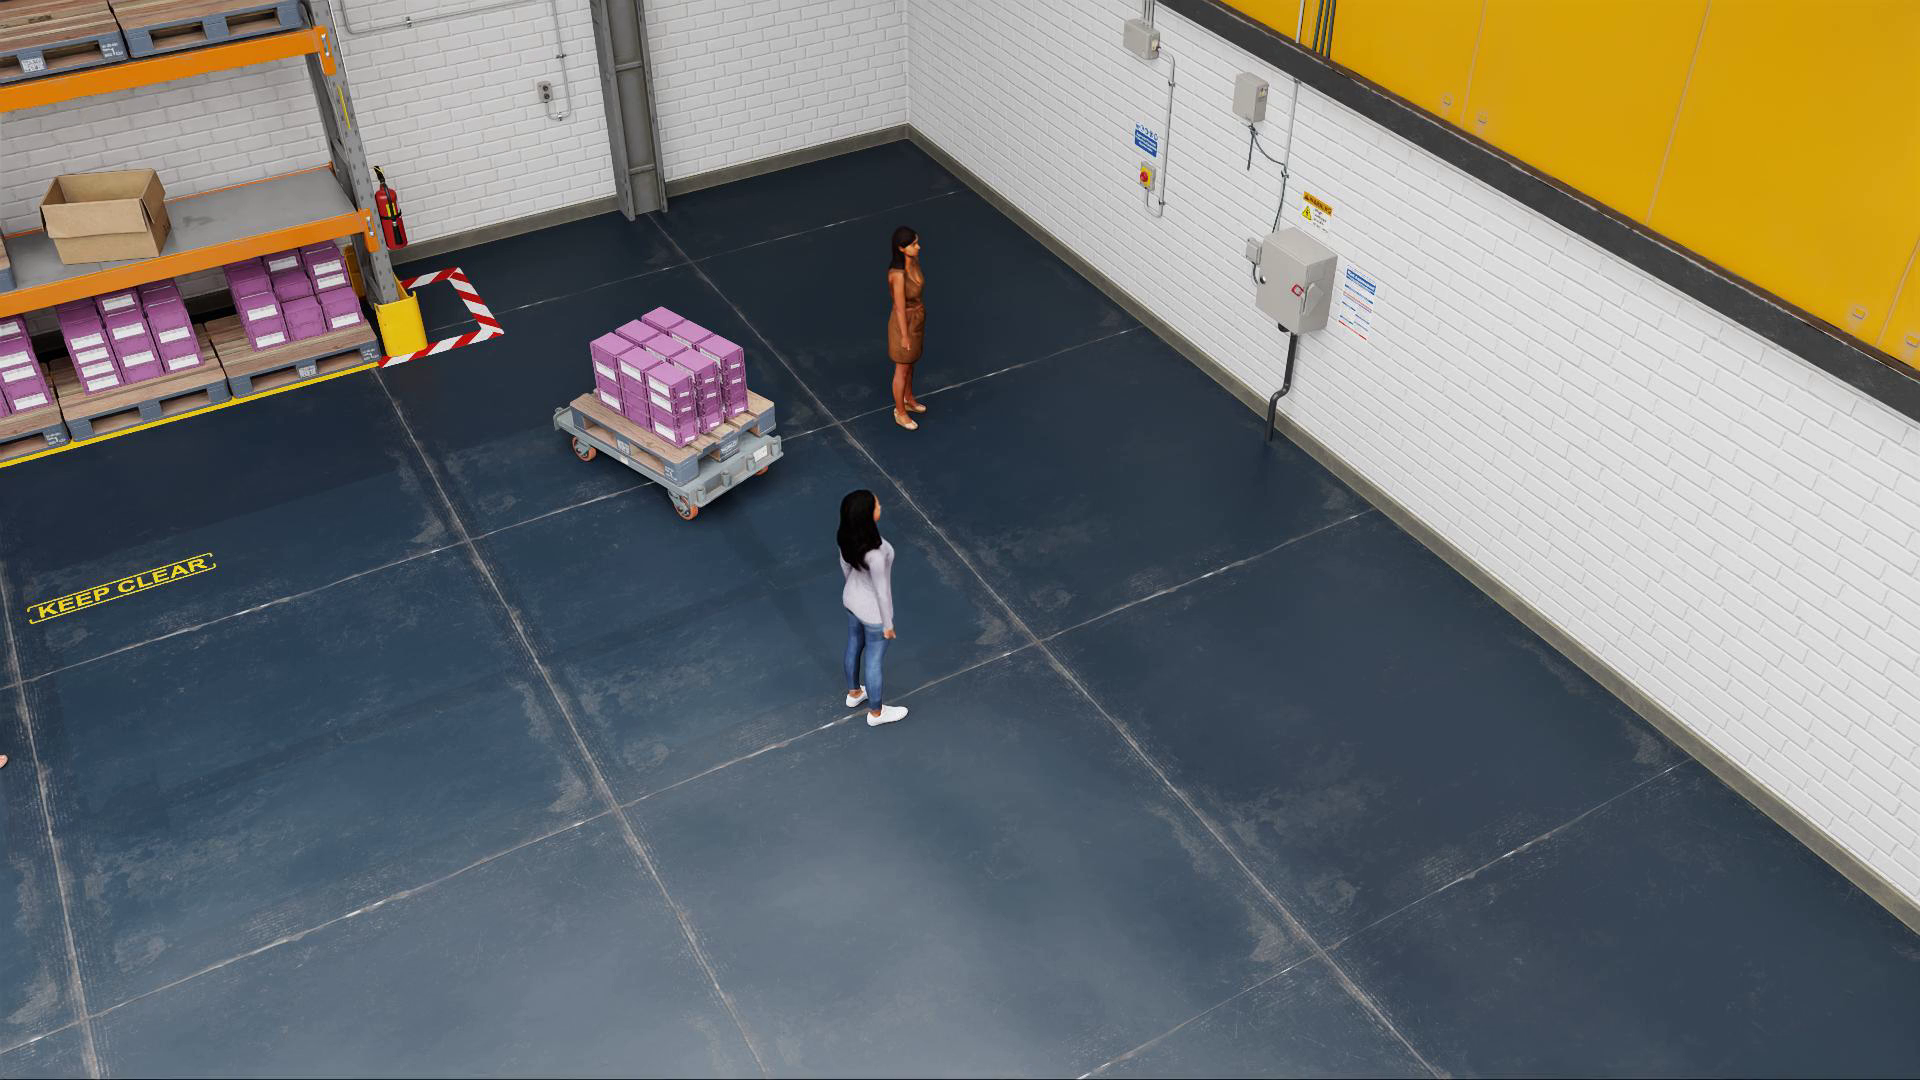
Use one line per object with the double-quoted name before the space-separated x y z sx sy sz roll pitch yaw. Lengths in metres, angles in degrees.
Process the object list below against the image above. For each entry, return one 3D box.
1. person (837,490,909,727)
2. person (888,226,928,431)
"person" -0.581 0.411 10.176 0.547 1.736 0.620 -24 44 -27
"person" -0.409 -1.642 12.784 0.694 1.690 0.632 10 40 12
